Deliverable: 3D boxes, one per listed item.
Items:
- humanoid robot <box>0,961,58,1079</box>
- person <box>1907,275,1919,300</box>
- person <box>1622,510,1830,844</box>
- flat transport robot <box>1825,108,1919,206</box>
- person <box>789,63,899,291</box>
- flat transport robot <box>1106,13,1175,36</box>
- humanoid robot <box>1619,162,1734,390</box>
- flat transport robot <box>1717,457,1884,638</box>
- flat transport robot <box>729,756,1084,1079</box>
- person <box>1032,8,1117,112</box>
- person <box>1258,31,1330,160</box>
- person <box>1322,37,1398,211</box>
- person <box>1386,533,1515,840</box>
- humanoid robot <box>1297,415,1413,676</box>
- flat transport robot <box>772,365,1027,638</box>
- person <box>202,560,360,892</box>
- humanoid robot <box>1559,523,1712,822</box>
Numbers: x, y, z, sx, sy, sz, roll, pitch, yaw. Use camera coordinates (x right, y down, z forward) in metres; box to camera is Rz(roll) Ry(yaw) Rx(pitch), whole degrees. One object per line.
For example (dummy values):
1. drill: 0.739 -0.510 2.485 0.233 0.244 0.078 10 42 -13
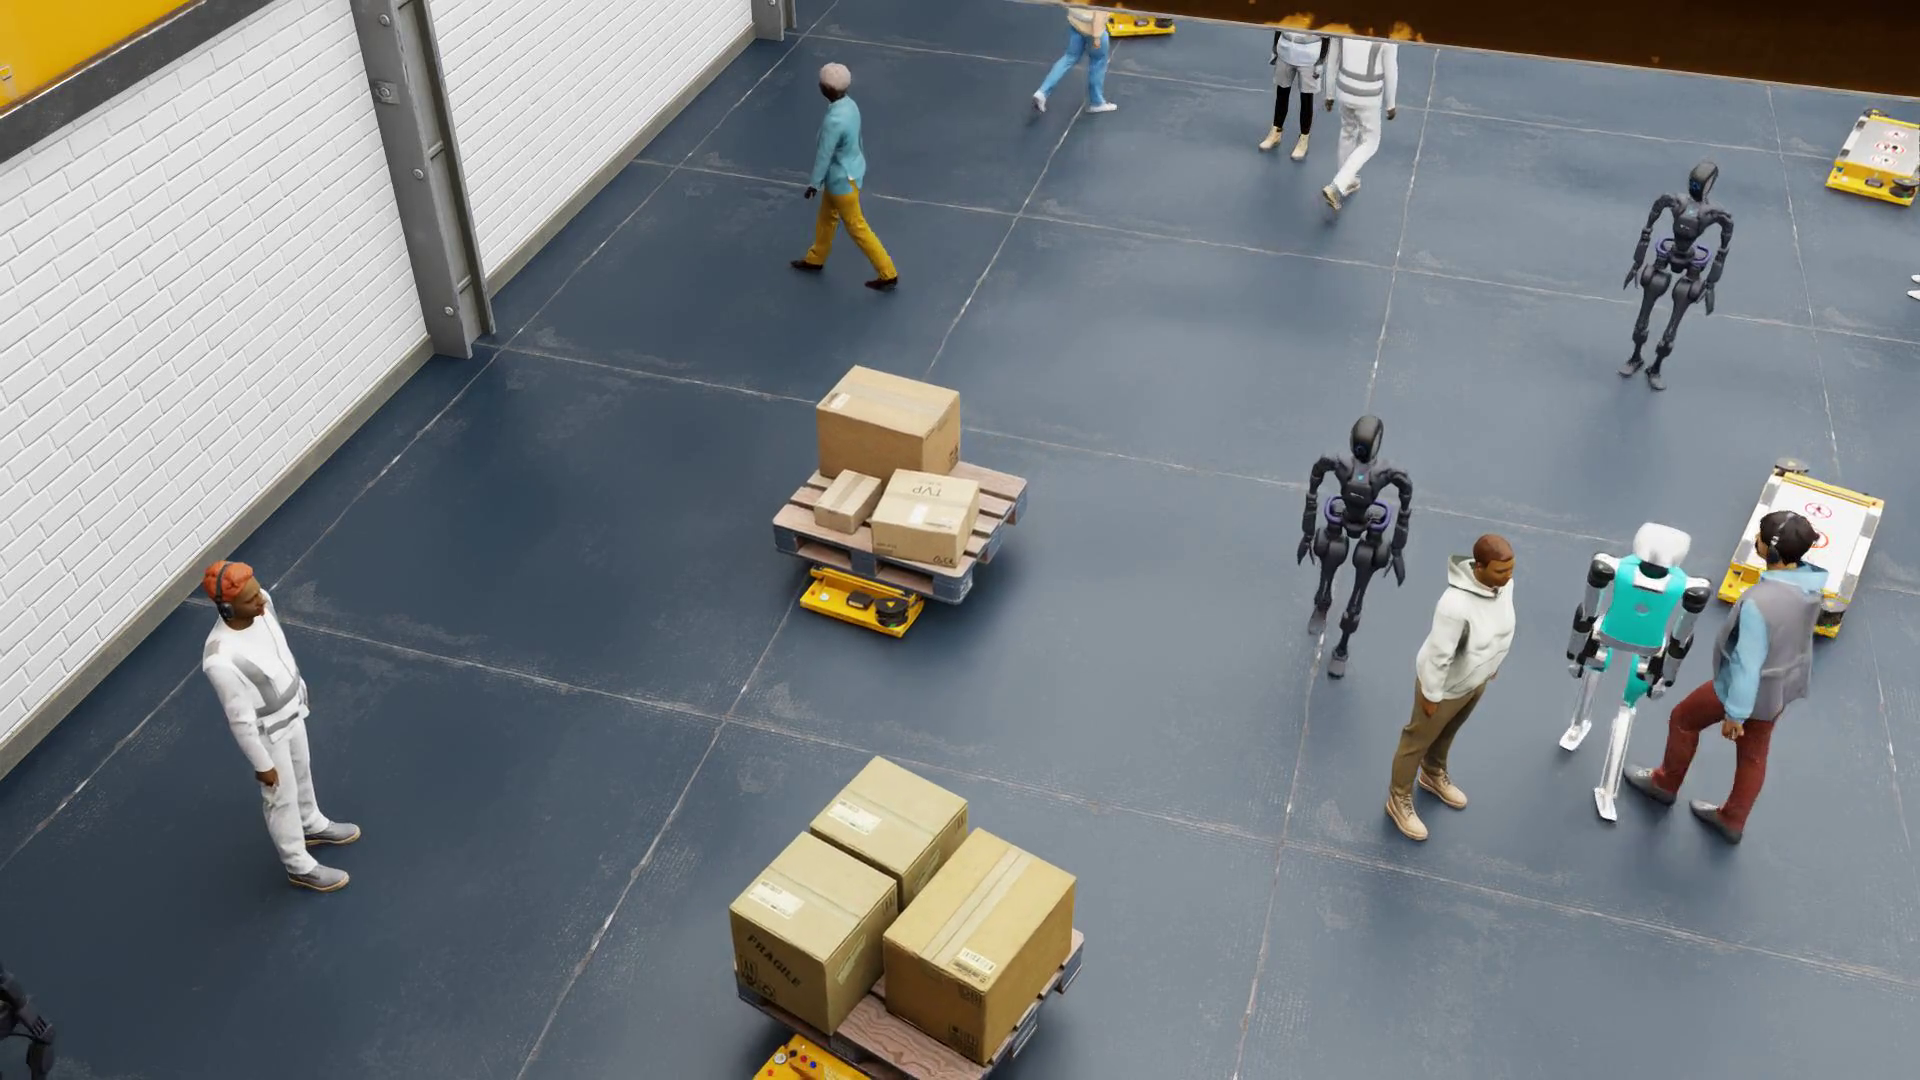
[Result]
1. humanoid robot: -3.993 1.802 6.641 0.600 1.649 0.338 10 40 12
2. person: 7.289 -2.497 12.024 0.314 1.629 0.506 23 44 26
3. person: 3.697 0.631 7.956 0.561 1.846 0.741 -20 43 -23
4. flat transport robot: 7.822 -3.242 14.037 0.659 0.231 1.431 23 44 25
5. person: -0.859 -2.643 12.140 0.900 1.705 0.521 7 39 8
6. flat transport robot: 1.679 -5.436 16.766 0.659 0.231 1.431 -5 39 -7
7. humanoid robot: 4.780 -1.780 11.100 0.608 1.640 0.365 24 45 27
8. flat transport robot: 5.071 0.022 9.977 0.659 0.231 1.431 22 44 25
9. flat transport robot: -0.230 2.056 7.447 0.659 0.231 1.431 23 44 26
10. person: 1.040 -4.472 14.430 0.739 1.686 0.550 -17 42 -20
11. person: 2.824 -4.021 13.864 0.534 1.698 0.318 26 45 28
12. person: 3.124 -3.480 13.057 0.590 1.860 0.704 31 48 33
13. person: 2.368 0.661 7.986 0.521 1.767 0.379 -25 45 -28
14. humanoid robot: 2.129 -0.026 8.929 0.590 1.644 0.548 13 41 15
15. flat transport robot: -0.334 0.012 9.989 0.659 0.231 1.431 16 42 19
16. person: -3.155 0.844 7.667 0.350 1.881 0.575 -1 39 -1
17. humanoid robot: 3.294 0.501 8.223 0.537 1.768 0.862 17 42 20
